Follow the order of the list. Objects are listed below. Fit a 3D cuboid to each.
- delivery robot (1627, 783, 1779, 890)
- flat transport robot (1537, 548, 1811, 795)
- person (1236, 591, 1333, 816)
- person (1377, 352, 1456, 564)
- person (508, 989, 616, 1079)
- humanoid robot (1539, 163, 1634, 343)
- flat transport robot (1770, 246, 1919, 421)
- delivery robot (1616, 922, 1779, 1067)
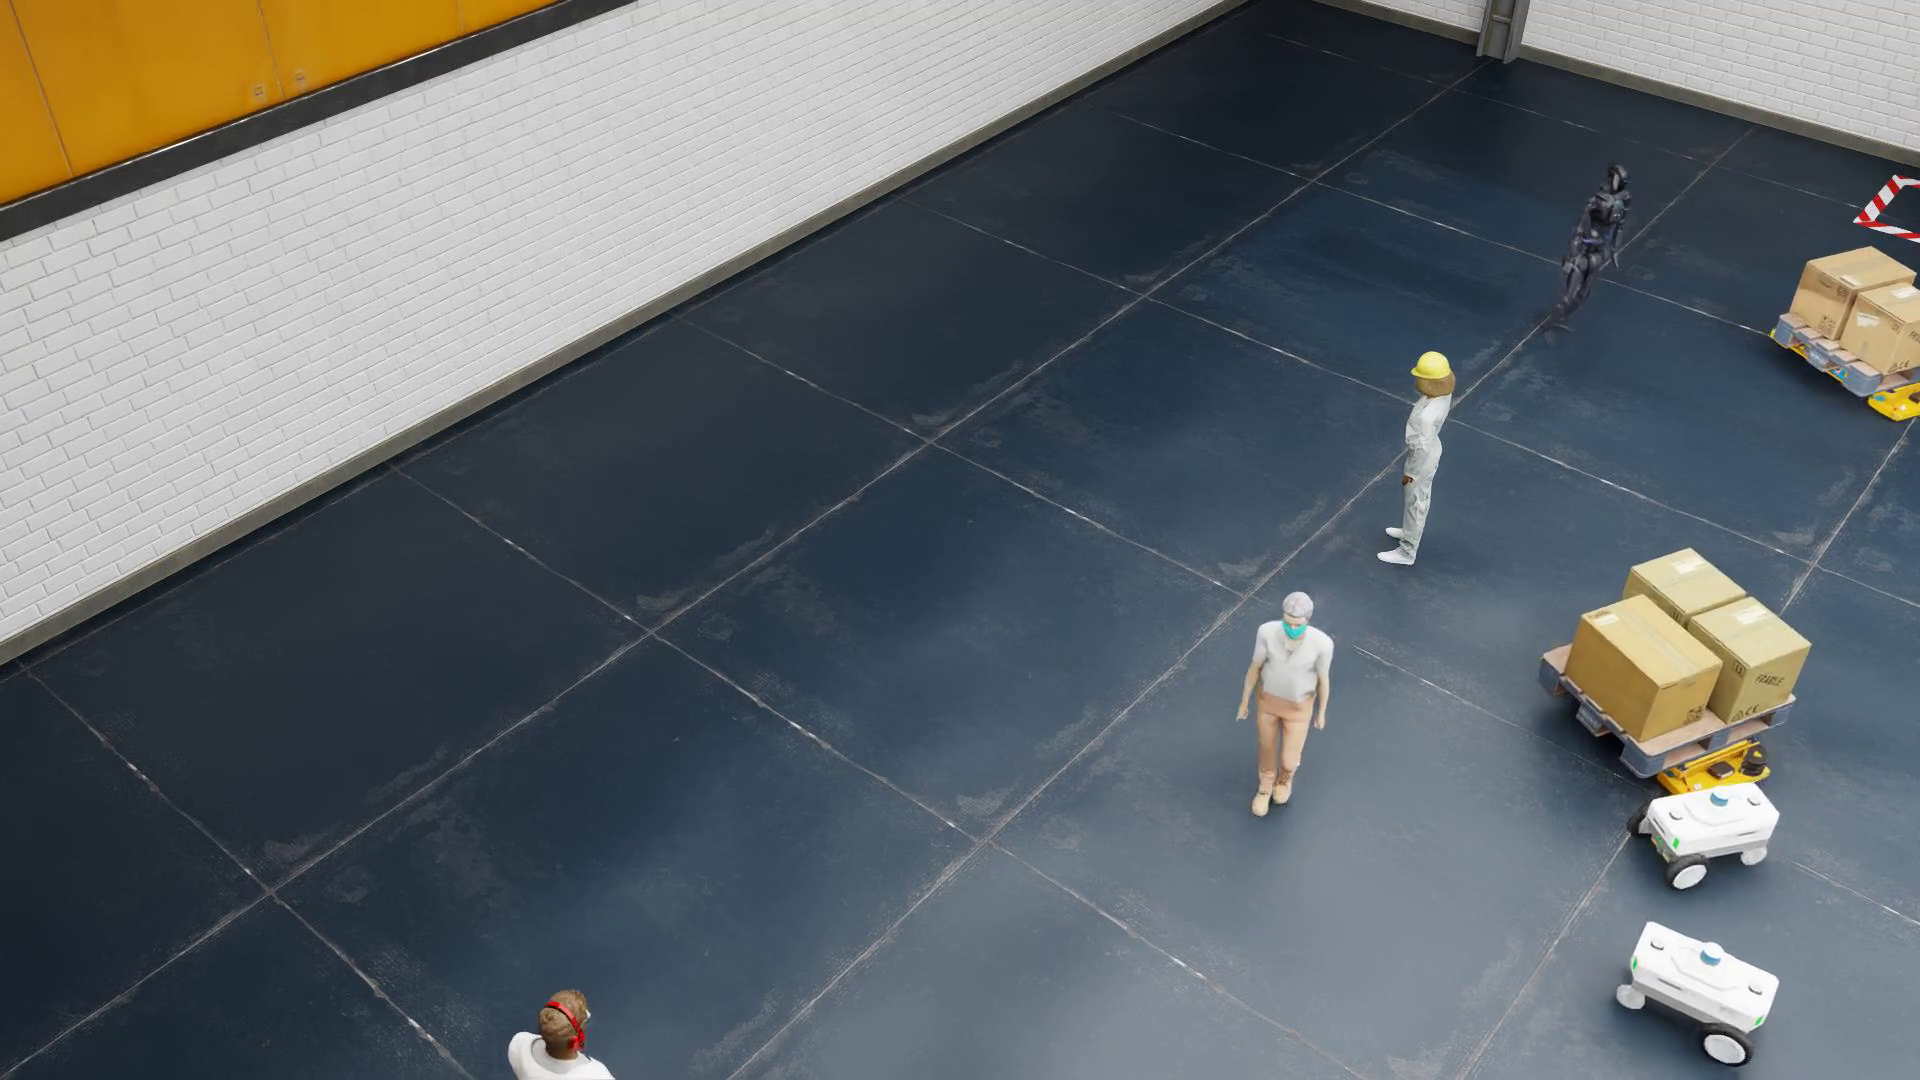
[{"bbox_3d":[4.448,1.719,9.937,0.805,0.609,0.499,-8,40,-10],"label":"delivery robot"},{"bbox_3d":[4.535,1.120,10.896,0.659,0.231,1.431,-16,42,-19],"label":"flat transport robot"},{"bbox_3d":[1.919,0.991,9.891,0.512,1.730,0.391,16,41,19],"label":"person"},{"bbox_3d":[3.257,-0.588,11.848,0.307,1.734,0.484,16,42,19],"label":"person"},{"bbox_3d":[-1.743,2.736,7.646,0.562,1.833,0.407,19,42,22],"label":"person"},{"bbox_3d":[5.378,-2.469,14.235,0.592,1.645,0.362,-17,42,-20],"label":"humanoid robot"},{"bbox_3d":[7.692,-1.512,14.164,0.659,0.231,1.431,-14,41,-17],"label":"flat transport robot"},{"bbox_3d":[4.037,2.428,9.050,0.795,0.602,0.499,23,44,26],"label":"delivery robot"}]
